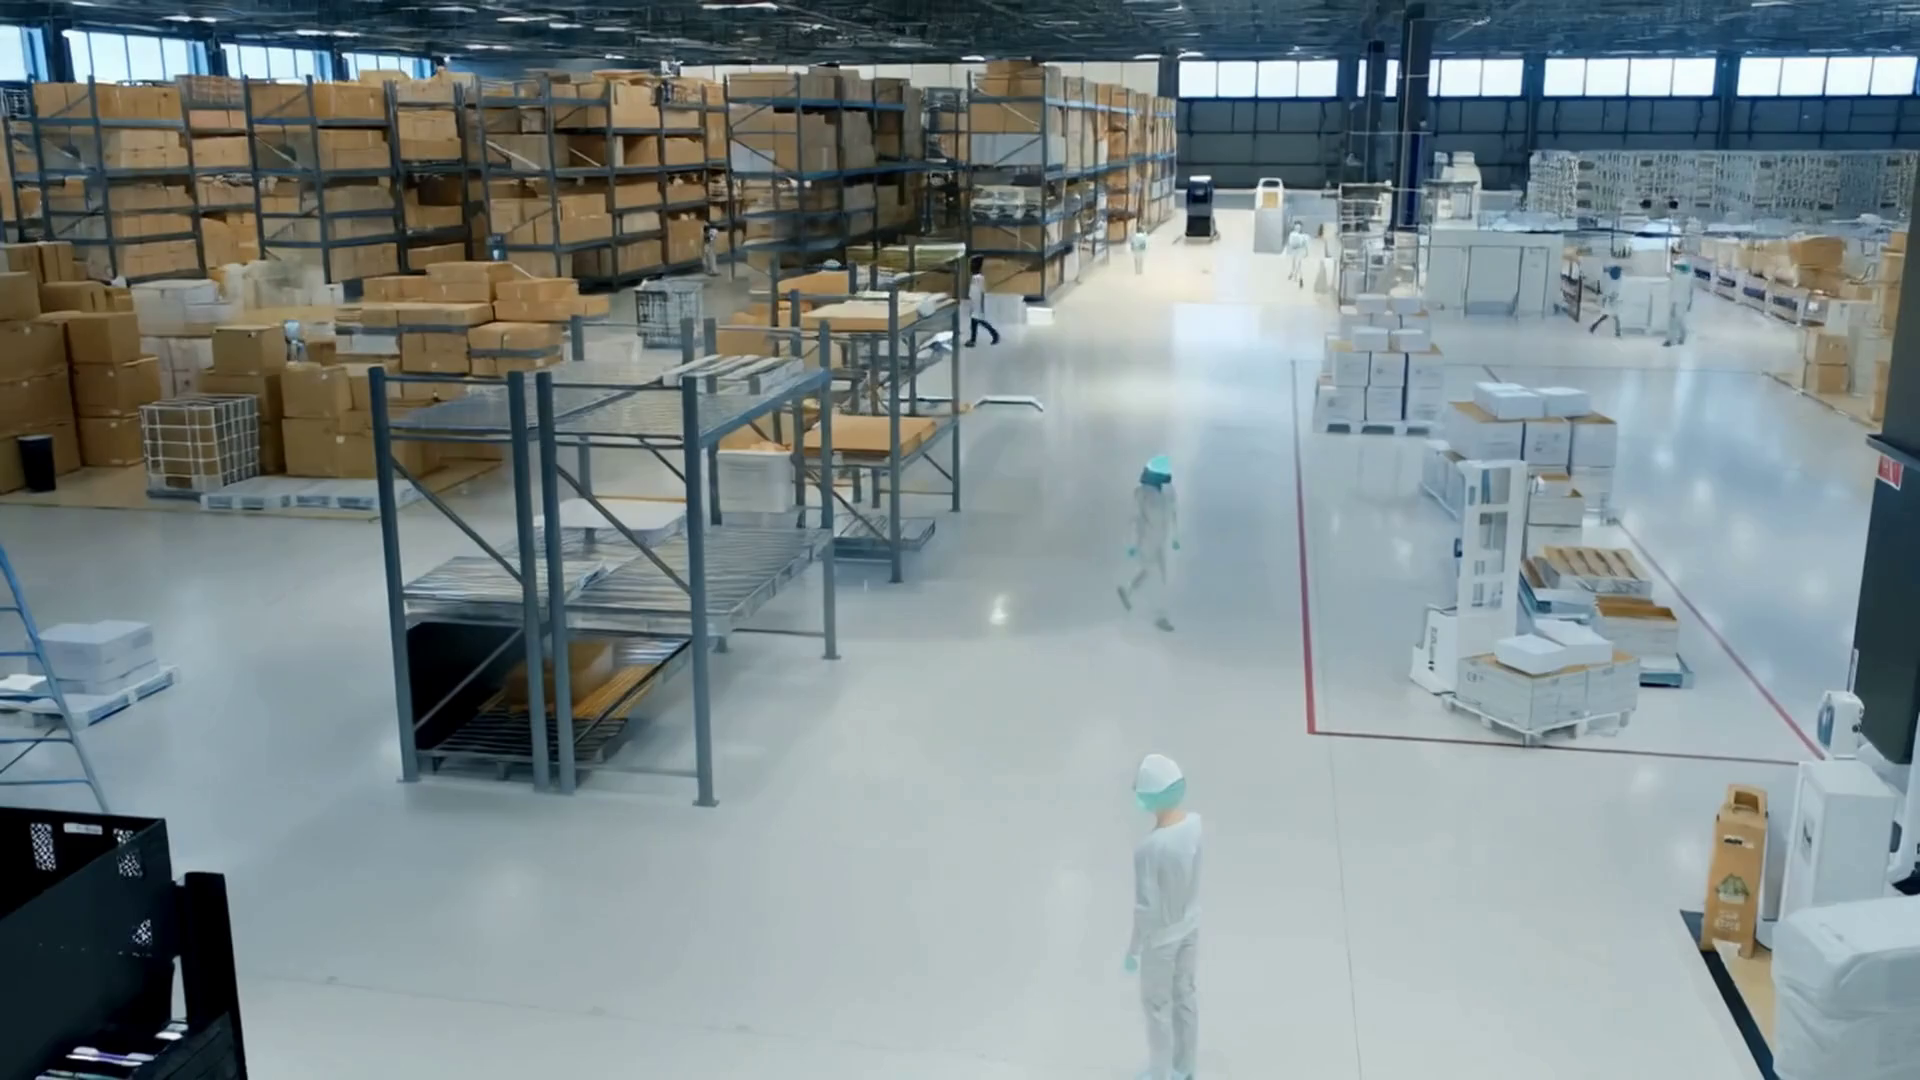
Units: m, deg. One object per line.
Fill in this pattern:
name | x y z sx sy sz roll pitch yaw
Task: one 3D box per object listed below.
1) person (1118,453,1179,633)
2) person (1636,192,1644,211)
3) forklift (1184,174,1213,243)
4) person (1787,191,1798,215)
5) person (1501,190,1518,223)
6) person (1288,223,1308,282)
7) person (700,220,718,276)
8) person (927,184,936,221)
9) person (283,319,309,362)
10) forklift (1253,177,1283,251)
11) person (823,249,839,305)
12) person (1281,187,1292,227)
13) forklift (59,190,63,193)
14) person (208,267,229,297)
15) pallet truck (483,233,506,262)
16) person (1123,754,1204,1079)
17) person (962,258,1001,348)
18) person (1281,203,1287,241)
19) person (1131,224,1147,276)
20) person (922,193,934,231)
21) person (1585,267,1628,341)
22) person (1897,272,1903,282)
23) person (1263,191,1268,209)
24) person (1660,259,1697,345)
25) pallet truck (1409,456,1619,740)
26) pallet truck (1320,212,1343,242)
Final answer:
person | 1.763 -0.029 15.745 0.552 1.696 0.799 -10 17 -36
person | 33.366 -16.433 81.746 0.375 1.995 0.609 10 17 36
forklift | 9.984 -13.815 69.293 1.129 2.768 1.873 2 14 10
person | 39.644 -15.652 78.963 0.871 1.812 0.571 5 15 18
person | 25.891 -15.548 78.427 0.654 1.859 0.990 0 14 0
person | 10.465 -8.897 51.506 0.592 1.818 0.417 3 14 14
person | -7.795 -8.947 51.533 0.643 1.910 0.400 8 16 30
person | -1.542 -17.550 86.462 0.406 1.908 0.643 -10 17 -35
person | -10.097 -2.437 25.276 0.411 1.834 0.513 0 14 2
forklift | 12.083 -12.747 64.956 1.129 2.768 1.873 3 14 10
person | -3.175 -6.560 42.324 0.554 1.657 0.803 6 15 22
person | 15.882 -16.195 80.966 0.621 1.916 0.915 -5 15 -19
forklift | -27.075 -9.373 51.257 1.129 2.768 1.873 3 14 10
person | -14.862 -4.495 33.394 0.355 1.938 0.545 0 14 2
pallet truck | -11.832 -7.026 43.548 1.885 1.965 0.823 8 16 28
person | 0.955 1.865 7.944 0.327 1.760 0.524 11 18 38
person | 0.473 -5.110 35.909 0.851 1.941 0.614 -3 14 -13
person | 13.646 -13.439 70.365 0.351 1.614 0.548 12 18 41
person | 5.807 -9.428 53.986 0.531 1.669 0.826 1 14 6
person | -1.464 -15.135 76.661 0.551 1.911 0.832 2 14 7
person | 14.462 -5.259 37.099 0.900 1.646 0.532 8 16 29
person | 20.410 -5.082 35.564 0.688 2.000 0.536 2 14 8
person | 16.087 -17.665 87.317 0.665 1.725 0.492 11 17 37
person | 15.654 -5.156 36.191 0.565 1.878 0.996 13 19 42
pallet truck | 4.504 0.400 13.395 0.823 1.965 1.885 -6 15 -23
pallet truck | 15.874 -13.227 70.310 0.680 1.201 1.601 10 17 35
